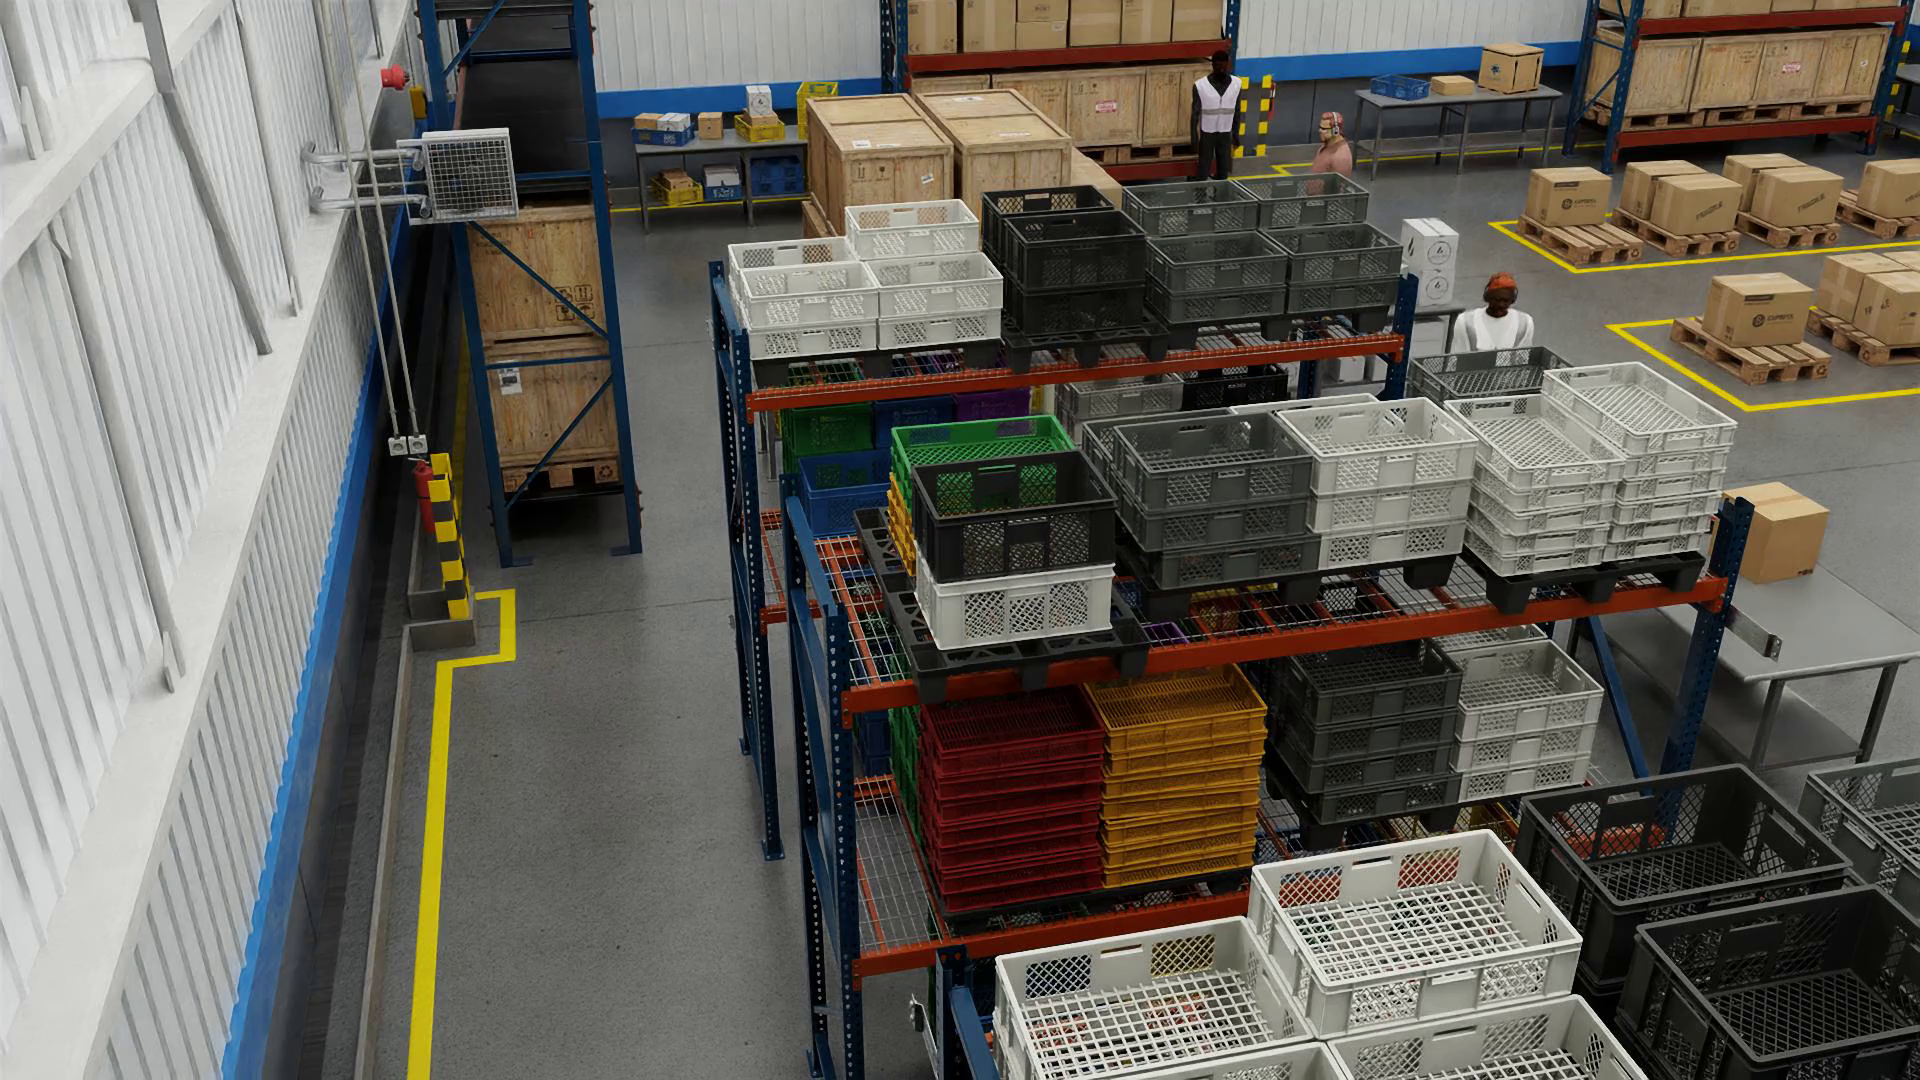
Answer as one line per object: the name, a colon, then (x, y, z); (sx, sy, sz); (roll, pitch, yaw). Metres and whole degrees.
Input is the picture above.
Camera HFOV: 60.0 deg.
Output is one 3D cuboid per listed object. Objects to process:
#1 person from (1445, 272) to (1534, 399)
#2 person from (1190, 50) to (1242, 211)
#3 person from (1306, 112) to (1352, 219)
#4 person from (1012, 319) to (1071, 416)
person: (3.897, -1.084, 12.361); (0.589, 1.879, 0.357); (2, 28, 5)
person: (2.935, -4.683, 19.163); (0.599, 1.908, 0.405); (-6, 28, -11)
person: (3.636, -3.310, 16.572); (0.400, 1.900, 0.648); (1, 28, 1)
person: (0.621, -1.346, 12.866); (0.521, 1.873, 0.328); (1, 28, 1)
